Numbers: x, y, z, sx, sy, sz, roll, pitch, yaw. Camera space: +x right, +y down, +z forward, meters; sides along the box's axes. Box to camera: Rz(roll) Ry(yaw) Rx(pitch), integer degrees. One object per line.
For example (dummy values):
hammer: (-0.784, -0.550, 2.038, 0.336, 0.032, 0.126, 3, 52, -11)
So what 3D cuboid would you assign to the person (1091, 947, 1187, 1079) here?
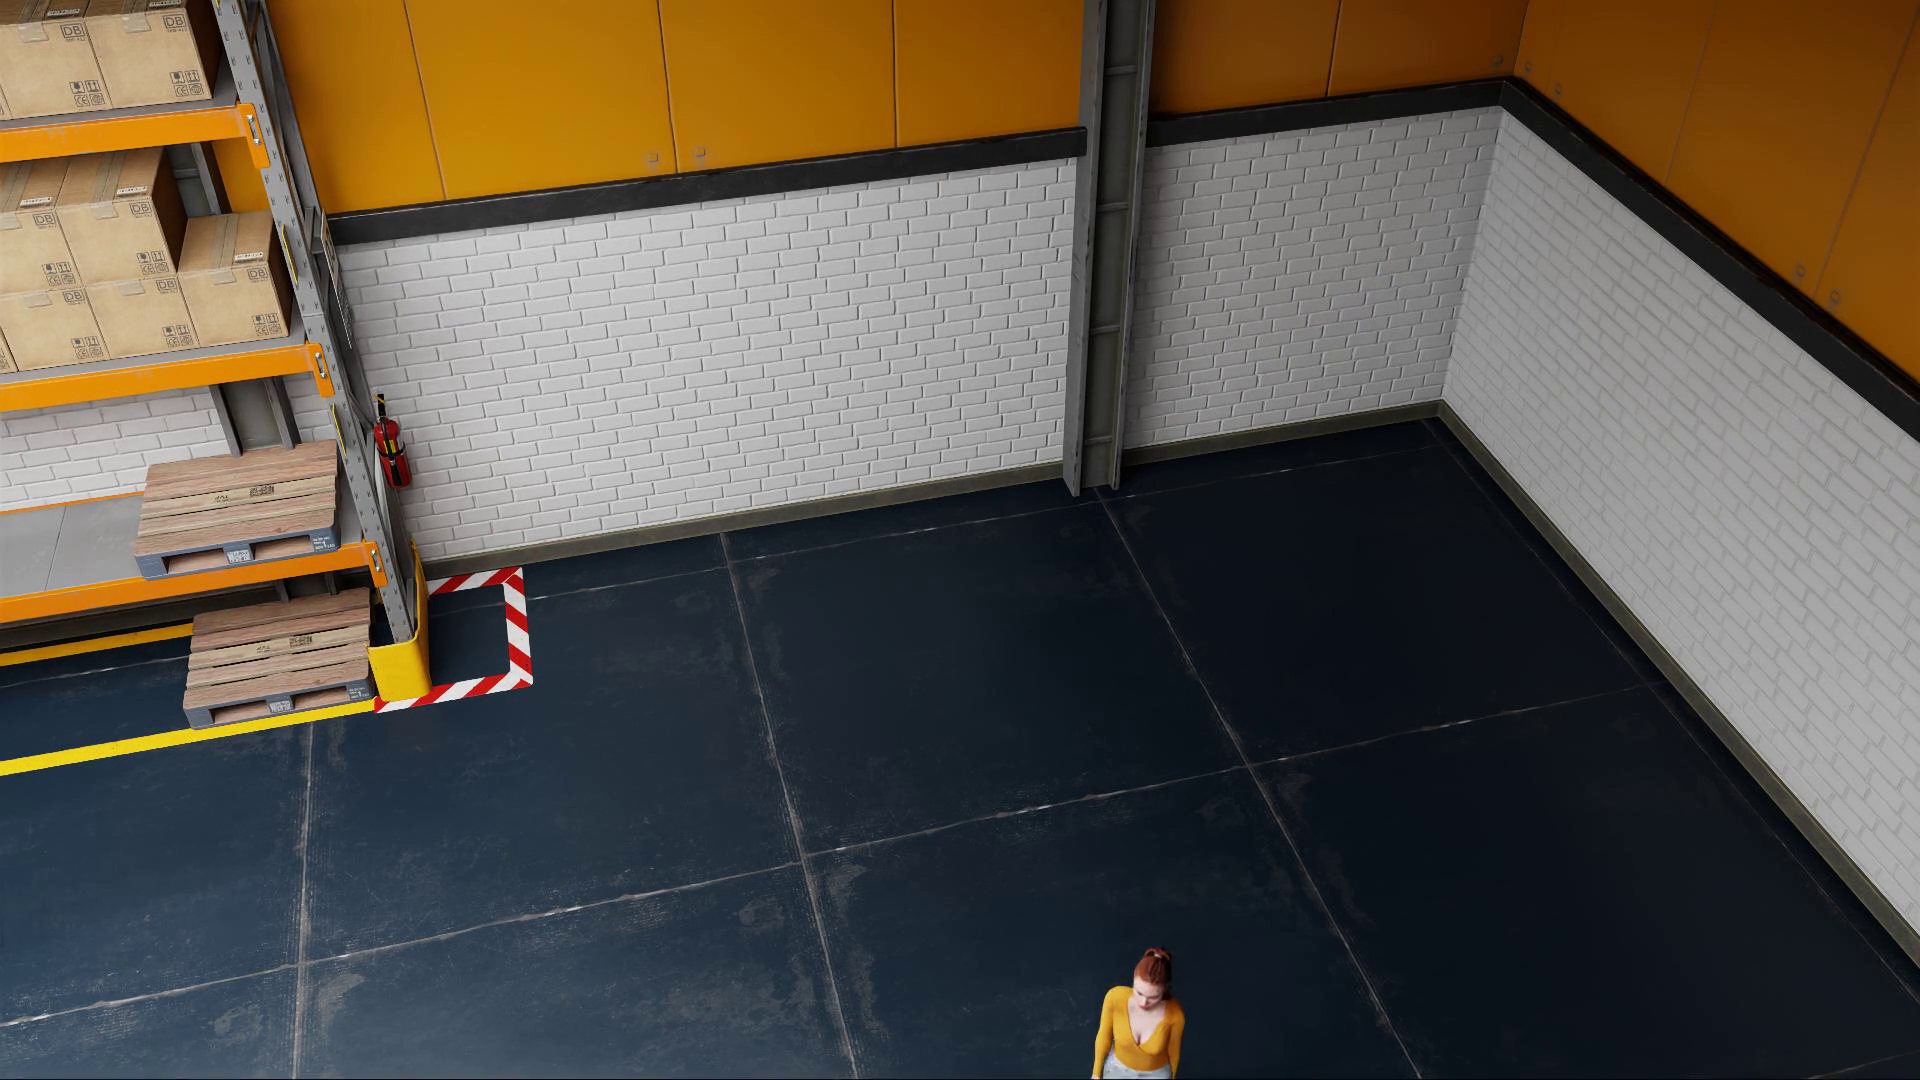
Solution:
person: (0.895, 2.577, 8.263, 1.015, 1.732, 0.953, 10, 40, 12)
